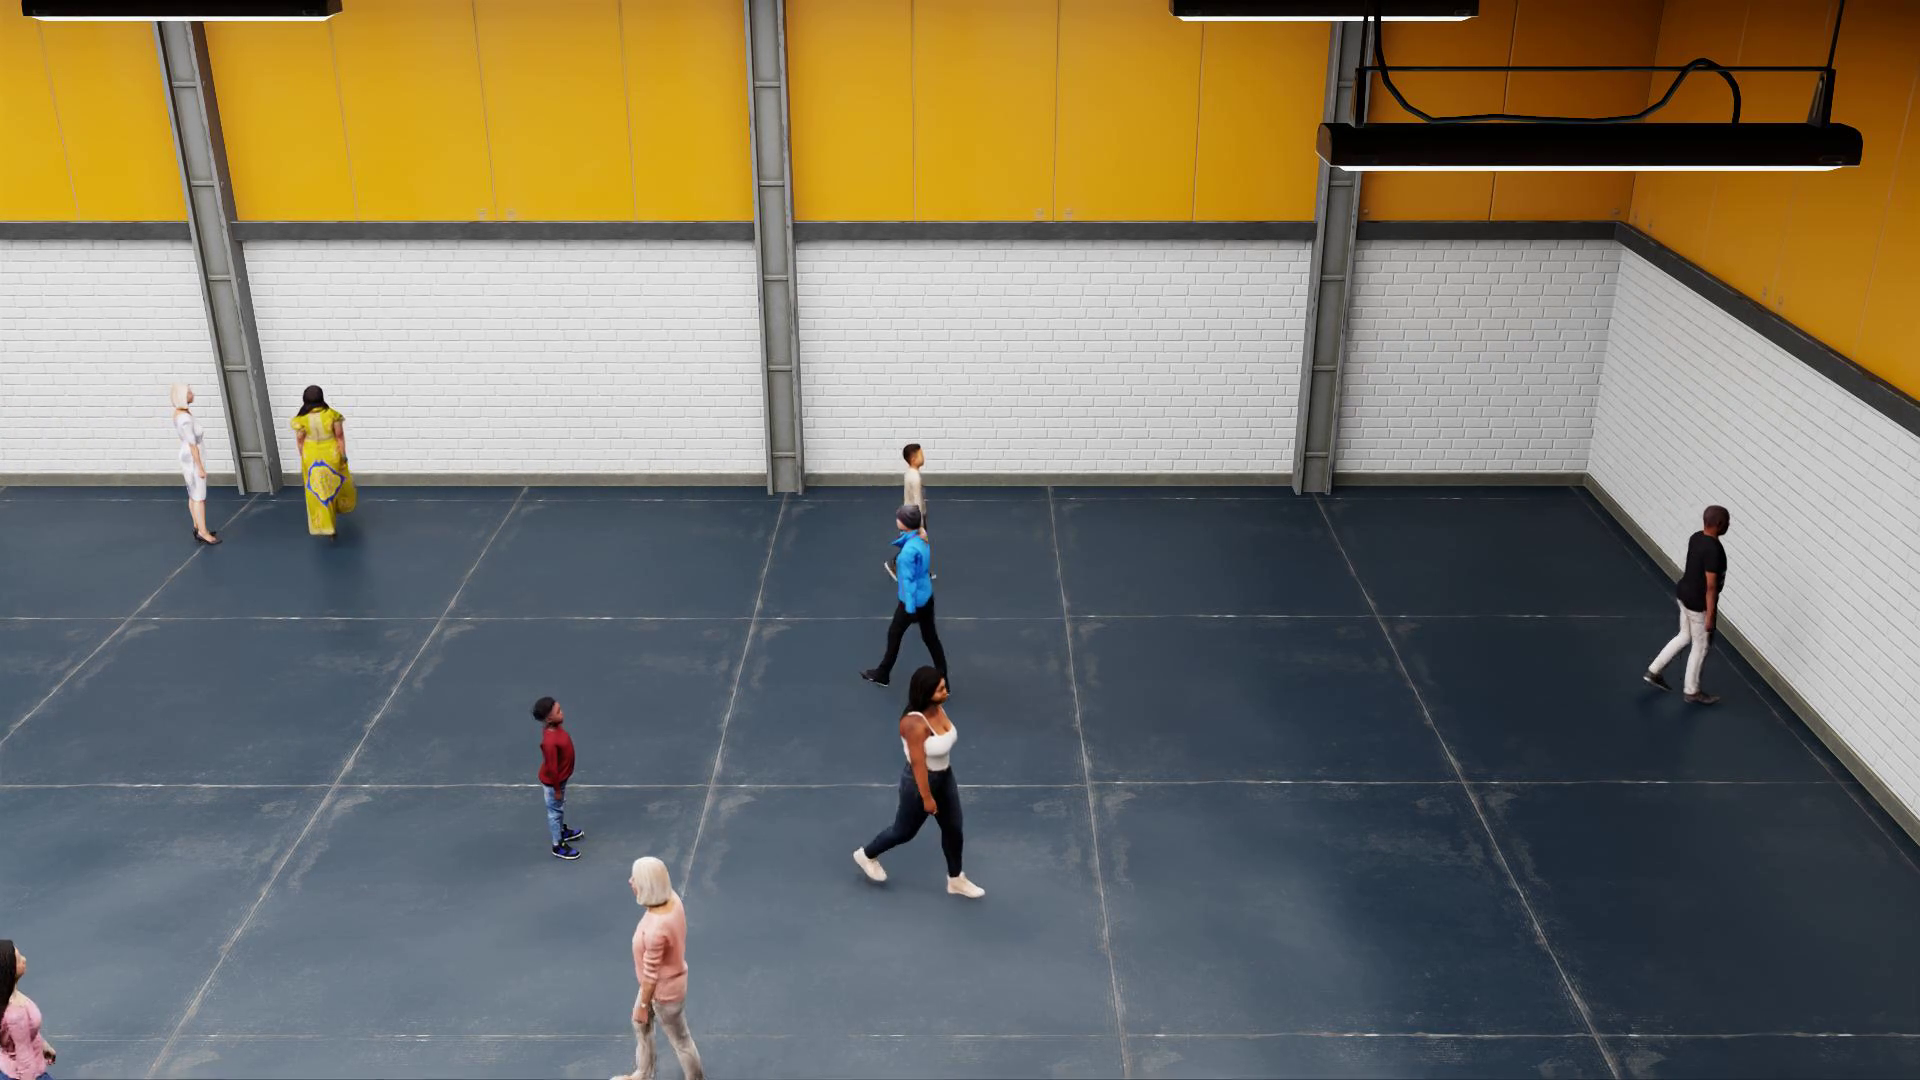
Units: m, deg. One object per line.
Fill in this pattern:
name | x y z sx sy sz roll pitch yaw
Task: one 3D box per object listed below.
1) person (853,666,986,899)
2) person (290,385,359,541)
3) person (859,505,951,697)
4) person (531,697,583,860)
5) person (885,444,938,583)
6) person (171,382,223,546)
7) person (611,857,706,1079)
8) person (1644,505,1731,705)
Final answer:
person | -0.338 1.703 11.585 1.281 1.771 1.001 12 26 25
person | -6.680 -0.780 17.473 1.372 1.605 1.163 -10 26 -23
person | -0.289 0.554 14.225 1.145 1.762 0.908 11 26 23
person | -2.971 1.722 12.187 0.520 1.254 0.535 -2 24 -5
person | -0.510 -0.242 16.428 0.784 1.457 0.617 -3 24 -7
person | -8.006 -0.808 17.356 0.671 1.750 0.646 -15 28 -30
person | -1.631 2.576 9.663 0.810 1.710 0.619 -1 24 -2
person | 6.258 0.535 14.208 0.852 1.810 0.681 1 24 3
